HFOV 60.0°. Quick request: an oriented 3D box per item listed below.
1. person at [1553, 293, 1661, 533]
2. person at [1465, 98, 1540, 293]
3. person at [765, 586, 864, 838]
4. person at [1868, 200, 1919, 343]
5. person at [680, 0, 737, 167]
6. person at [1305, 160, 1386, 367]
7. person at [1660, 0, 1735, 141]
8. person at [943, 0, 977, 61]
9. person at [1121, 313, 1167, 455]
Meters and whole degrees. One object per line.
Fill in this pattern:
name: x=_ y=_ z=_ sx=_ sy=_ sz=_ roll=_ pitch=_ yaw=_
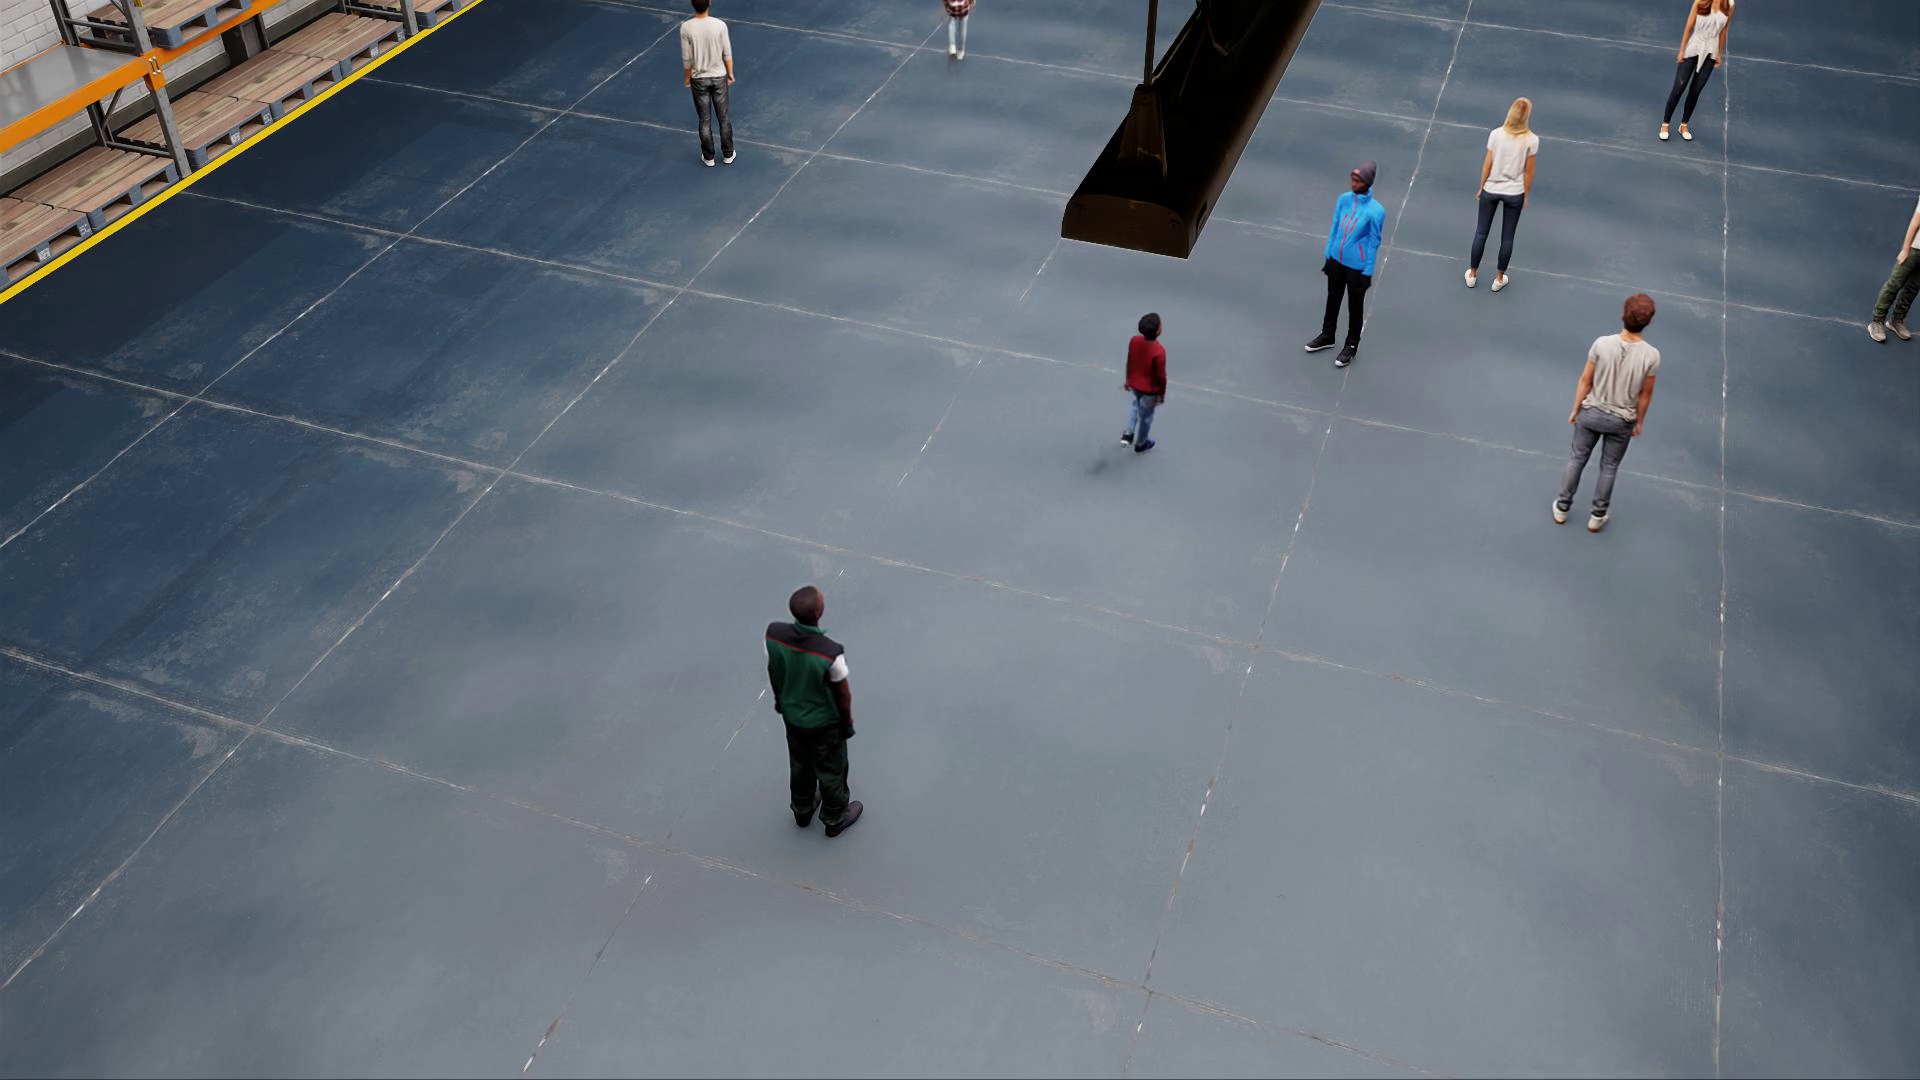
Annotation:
person: x=4.651 y=-0.899 z=11.945 sx=0.658 sy=1.893 sz=0.556 roll=15 pitch=41 yaw=18
person: x=4.802 y=-3.052 z=14.709 sx=0.587 sy=1.809 sz=0.492 roll=14 pitch=41 yaw=17
person: x=-0.848 y=0.995 z=9.617 sx=0.709 sy=1.840 sz=0.634 roll=18 pitch=42 yaw=21
person: x=8.166 y=-2.470 z=14.105 sx=0.646 sy=1.654 sz=0.660 roll=-3 pitch=39 yaw=-3
person: x=-2.518 y=-4.642 z=16.698 sx=0.736 sy=1.812 sz=0.733 roll=-7 pitch=39 yaw=-8
person: x=3.249 y=-2.306 z=13.787 sx=0.688 sy=1.794 sz=0.698 roll=-30 pitch=48 yaw=-32
person: x=7.640 y=-5.026 z=17.201 sx=0.646 sy=1.784 sz=0.605 roll=4 pitch=39 yaw=4
person: x=-0.011 y=-6.102 z=18.938 sx=0.590 sy=1.296 sz=0.619 roll=3 pitch=39 yaw=4
person: x=1.386 y=-1.180 z=12.813 sx=0.639 sy=1.250 sz=0.606 roll=-30 pitch=48 yaw=-32
